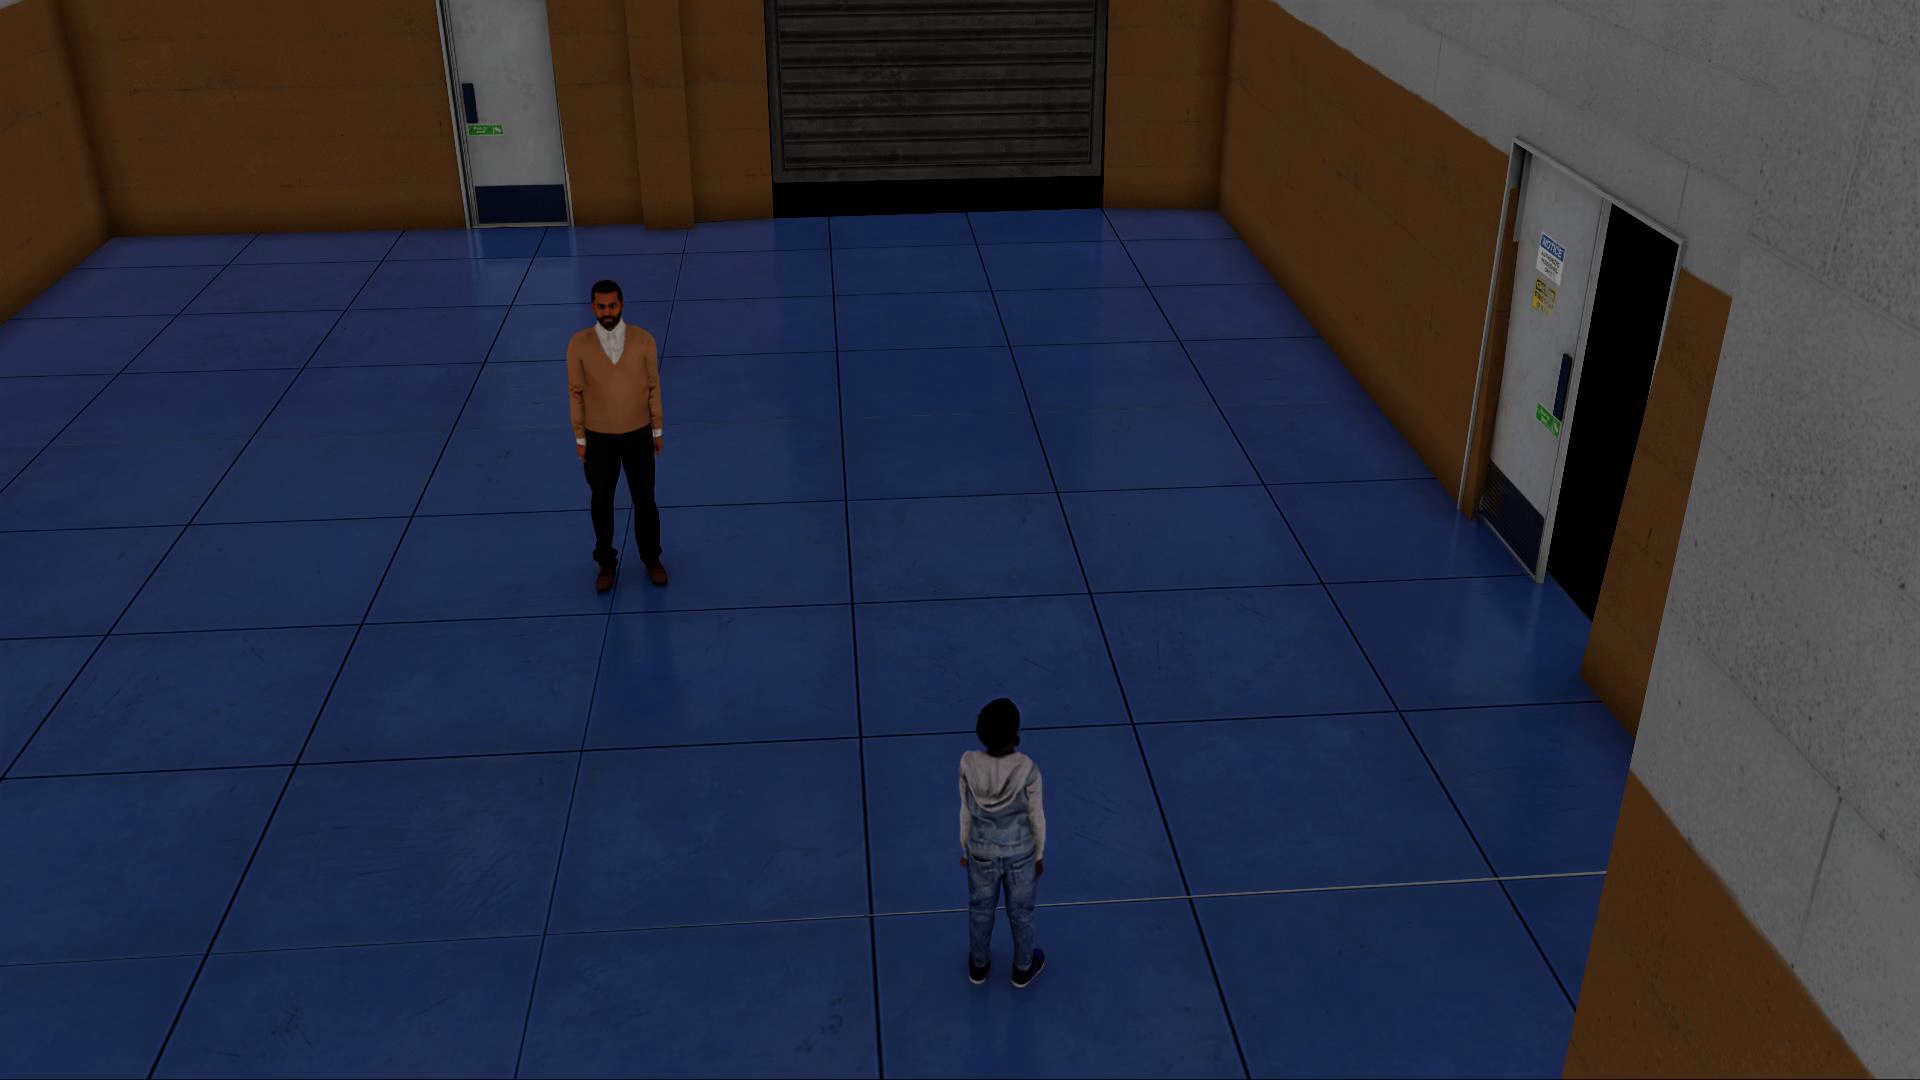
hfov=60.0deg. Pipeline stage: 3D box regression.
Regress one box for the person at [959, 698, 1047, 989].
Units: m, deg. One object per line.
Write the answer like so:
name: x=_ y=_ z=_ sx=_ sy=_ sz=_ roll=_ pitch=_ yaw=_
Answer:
person: x=0.151 y=1.148 z=6.267 sx=0.508 sy=1.260 sz=0.599 roll=6 pitch=28 yaw=12

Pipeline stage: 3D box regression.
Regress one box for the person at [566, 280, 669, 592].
person: x=-1.873 y=-0.581 z=9.123 sx=0.594 sy=1.754 sz=0.758 roll=-7 pitch=28 yaw=-14
